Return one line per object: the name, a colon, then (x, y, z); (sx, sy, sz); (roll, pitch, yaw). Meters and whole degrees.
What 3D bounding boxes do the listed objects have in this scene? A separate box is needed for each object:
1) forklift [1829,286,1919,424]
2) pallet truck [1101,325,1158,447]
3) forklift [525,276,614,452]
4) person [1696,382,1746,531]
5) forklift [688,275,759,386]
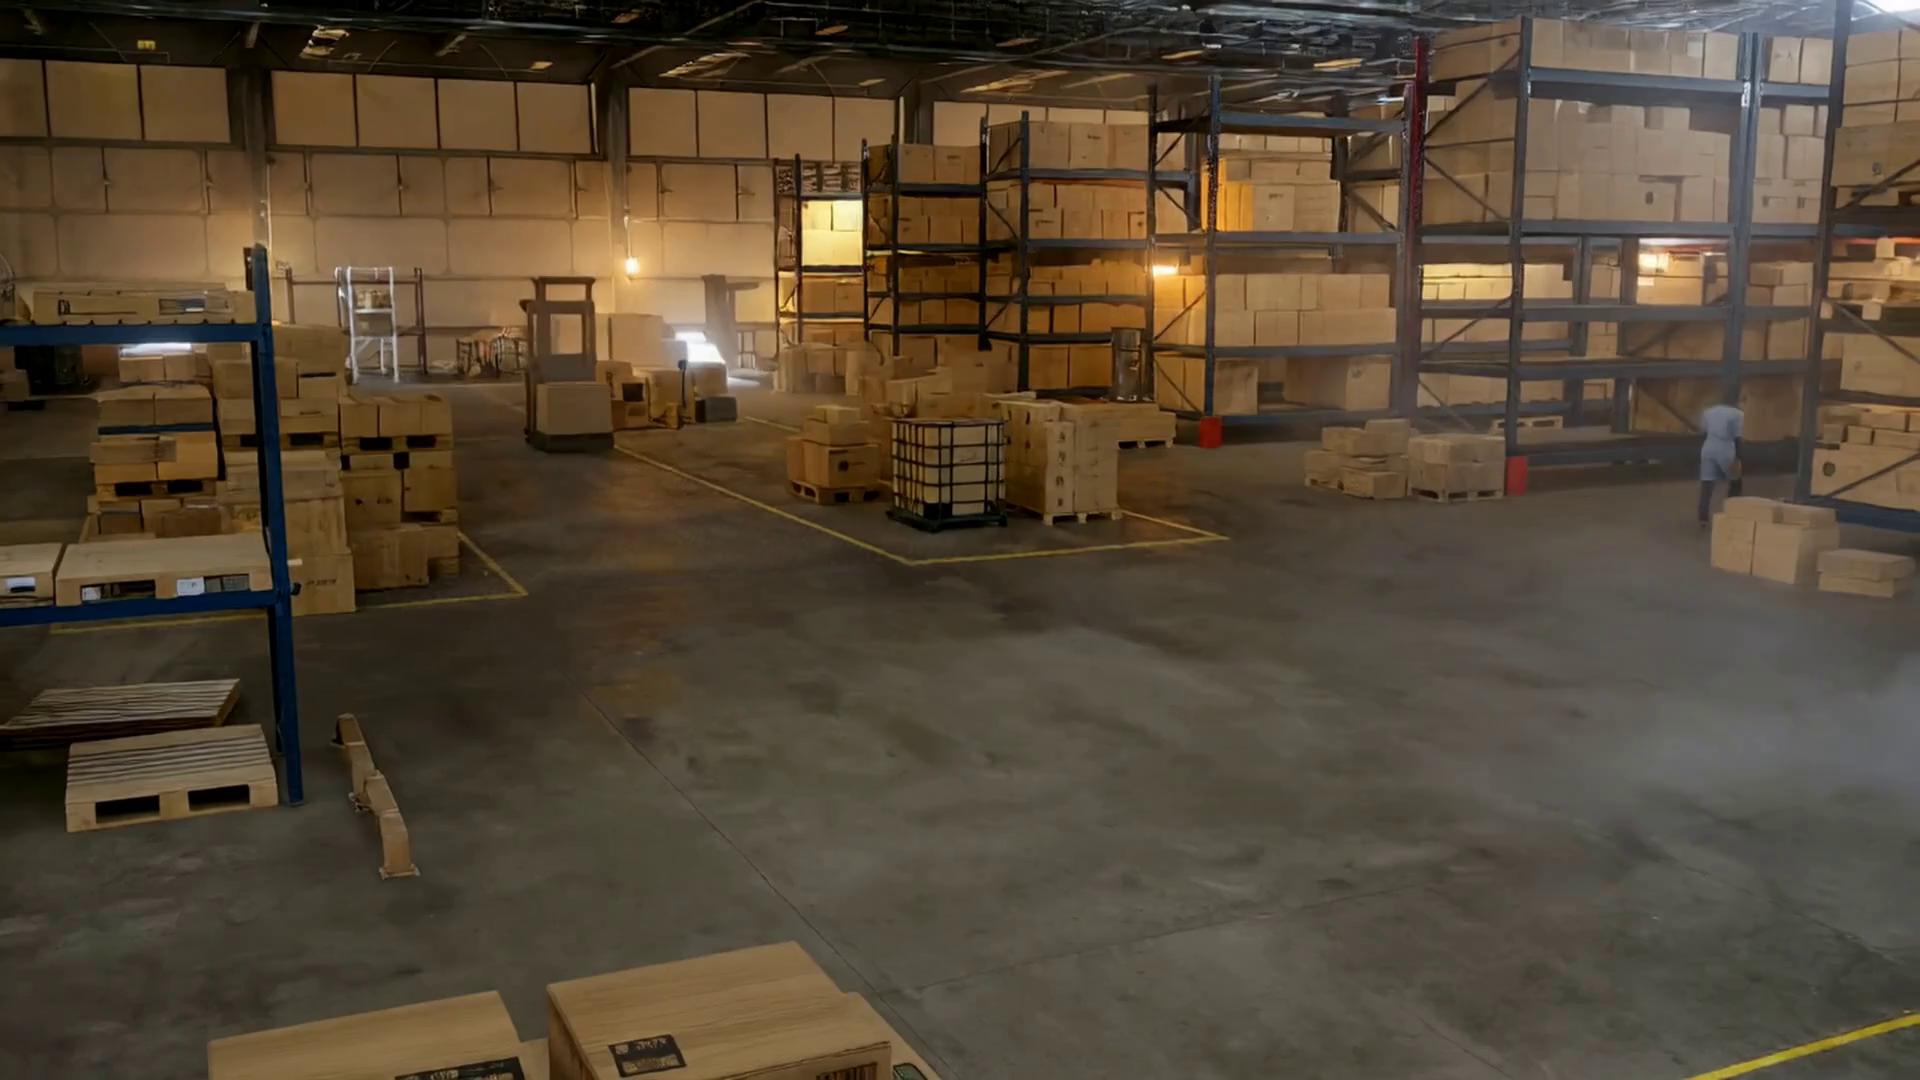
forklift: (12.057, -1.919, 20.995); (1.873, 2.768, 1.129); (-4, 10, -25)
pallet truck: (2.881, -2.596, 27.923); (0.823, 1.965, 1.885); (-1, 9, -7)
forklift: (-6.403, -2.903, 27.096); (1.129, 2.768, 1.873); (-4, 10, -25)
person: (8.557, -0.925, 18.558); (0.703, 1.666, 0.553); (-5, 10, -28)
forklift: (-6.148, -5.263, 41.738); (1.873, 2.768, 1.129); (-4, 10, -24)
